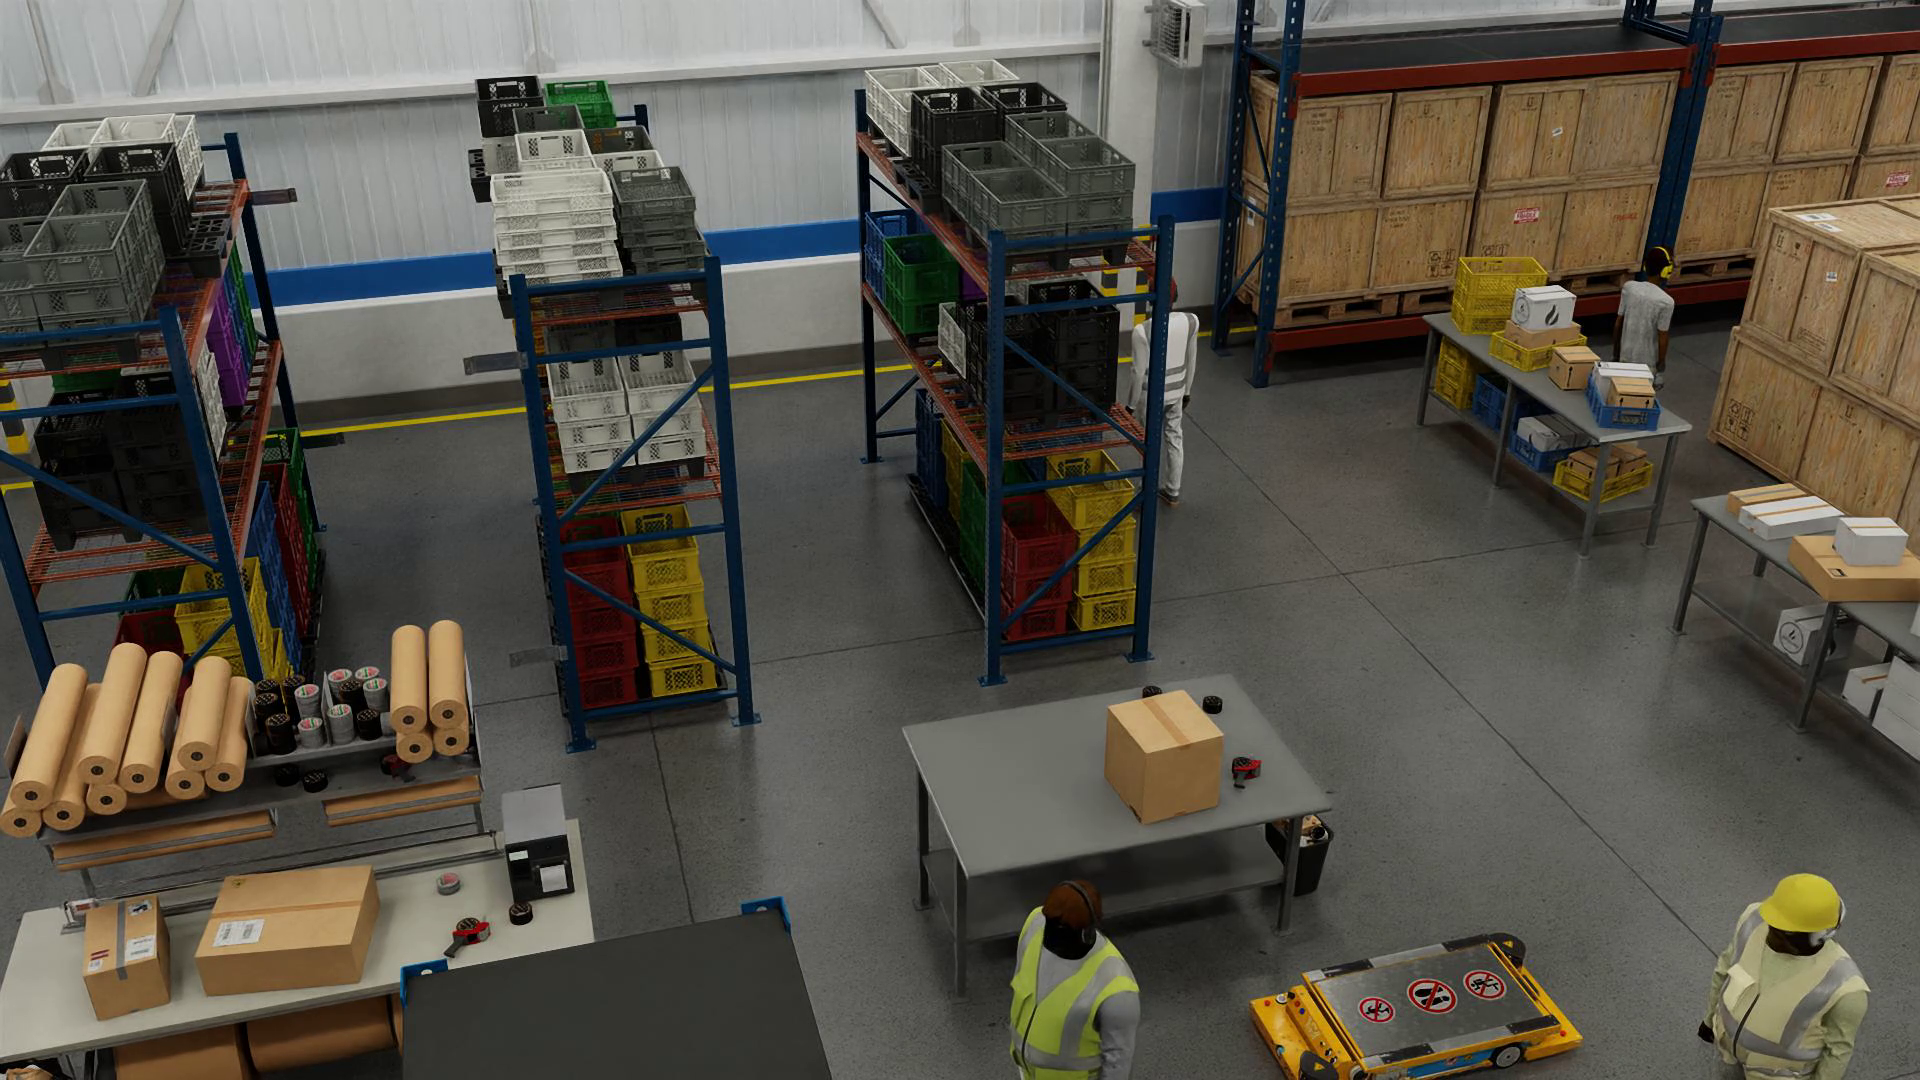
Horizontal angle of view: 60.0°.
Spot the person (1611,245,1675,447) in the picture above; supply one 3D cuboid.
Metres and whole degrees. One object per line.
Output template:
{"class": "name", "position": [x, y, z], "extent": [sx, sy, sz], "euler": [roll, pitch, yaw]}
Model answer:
{"class": "person", "position": [5.329, -1.404, 13.035], "extent": [0.329, 1.876, 0.508], "euler": [-16, 32, -26]}

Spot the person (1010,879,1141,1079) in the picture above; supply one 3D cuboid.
{"class": "person", "position": [0.410, 2.108, 6.676], "extent": [0.429, 1.846, 0.628], "euler": [-20, 35, -32]}

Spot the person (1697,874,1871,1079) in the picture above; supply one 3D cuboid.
{"class": "person", "position": [3.255, 2.075, 6.750], "extent": [0.403, 1.827, 0.600], "euler": [-13, 31, -22]}

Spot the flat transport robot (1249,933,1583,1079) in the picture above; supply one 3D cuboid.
{"class": "flat transport robot", "position": [2.184, 2.282, 7.980], "extent": [1.431, 0.197, 0.652], "euler": [-8, 30, -14]}

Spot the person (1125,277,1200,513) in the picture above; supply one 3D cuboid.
{"class": "person", "position": [1.492, -1.087, 12.446], "extent": [0.572, 1.887, 0.356], "euler": [-15, 32, -25]}
